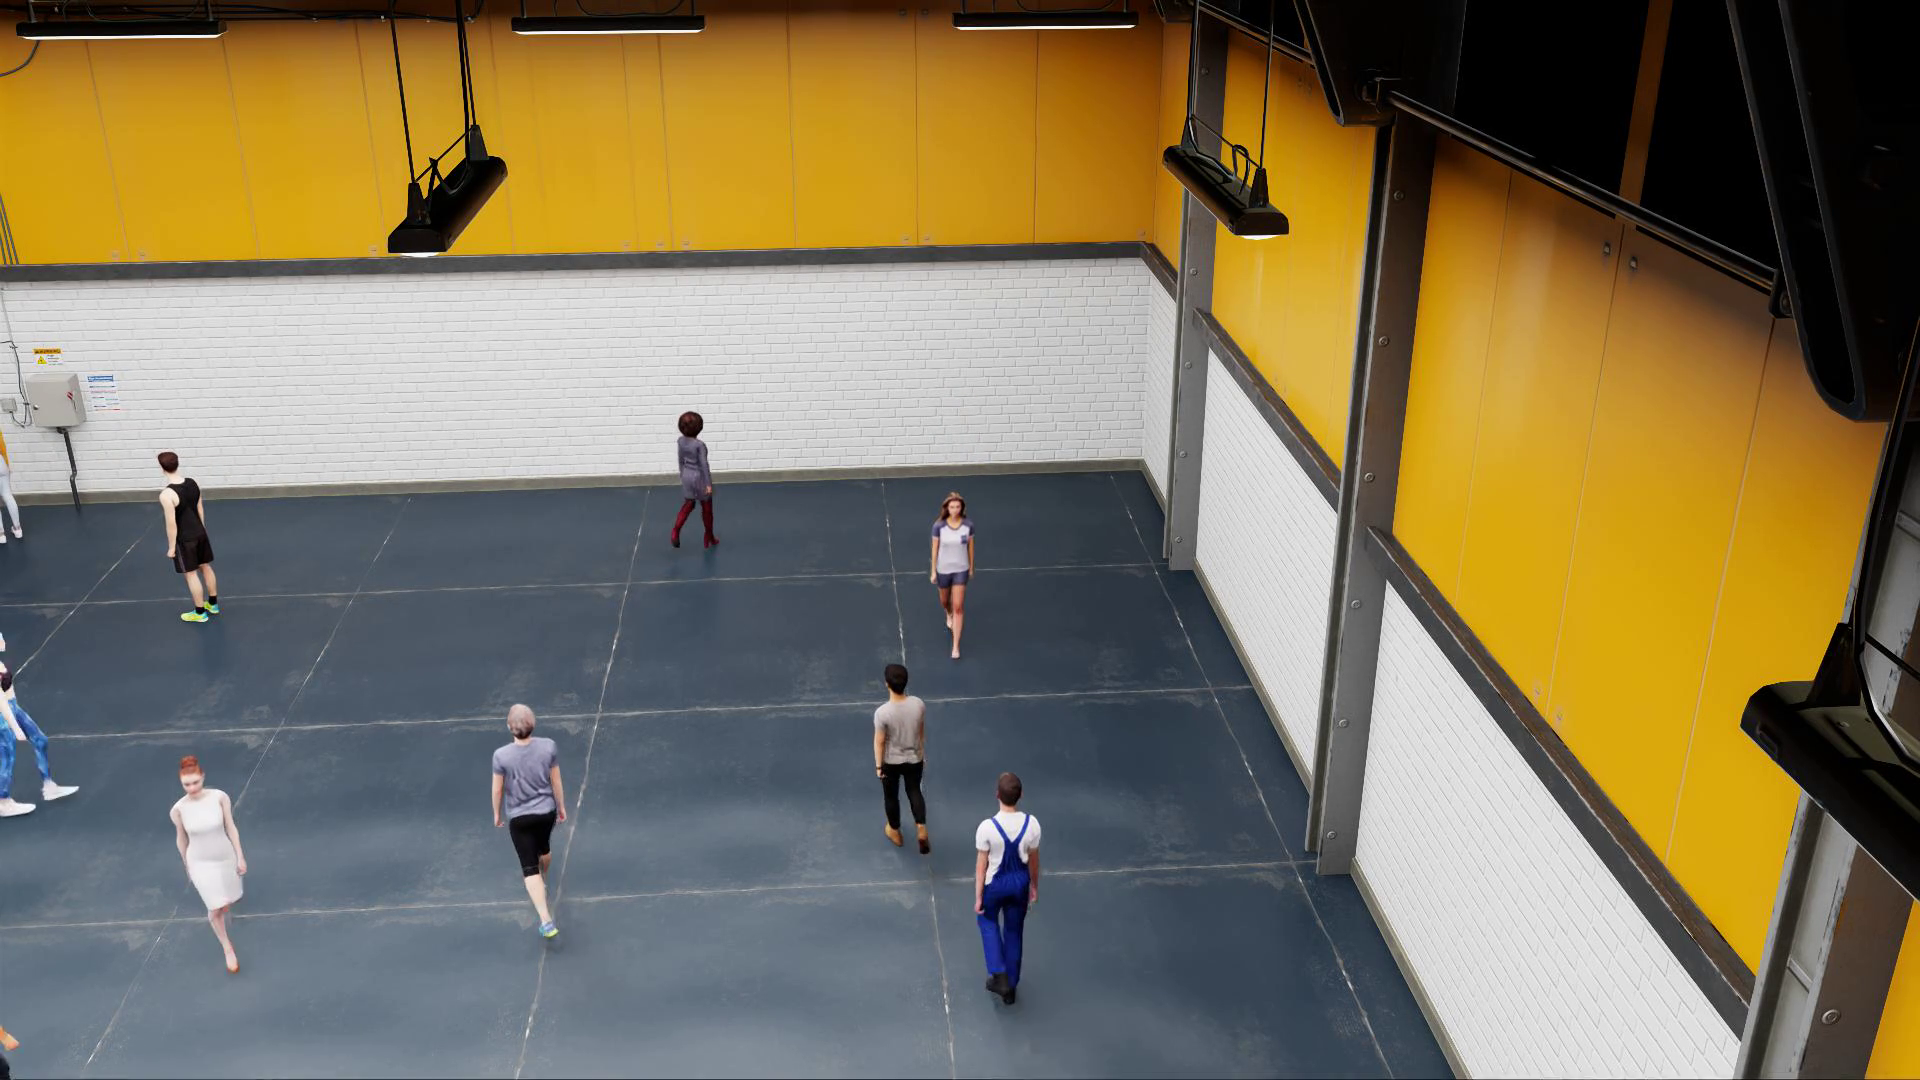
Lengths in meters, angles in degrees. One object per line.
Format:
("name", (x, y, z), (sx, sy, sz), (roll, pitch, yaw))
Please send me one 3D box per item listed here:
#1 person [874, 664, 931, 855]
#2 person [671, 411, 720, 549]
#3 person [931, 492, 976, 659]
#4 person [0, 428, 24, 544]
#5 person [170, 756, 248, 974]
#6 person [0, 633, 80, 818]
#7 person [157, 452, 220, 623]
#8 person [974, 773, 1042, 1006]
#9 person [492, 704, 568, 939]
("person", (-0.451, 1.819, 13.585), (0.744, 1.707, 0.955), (-8, 25, -18))
("person", (-3.104, -0.645, 19.236), (0.918, 1.695, 1.024), (14, 27, 30))
("person", (-0.084, 0.296, 17.079), (0.688, 1.700, 1.094), (1, 24, 2))
("person", (-11.393, -0.821, 19.569), (0.747, 1.751, 0.682), (17, 29, 34))
("person", (-5.522, 2.348, 12.290), (0.835, 1.774, 1.013), (-14, 27, -28))
("person", (-8.167, 1.566, 14.088), (0.841, 1.767, 0.881), (-11, 26, -23))
("person", (-8.172, -0.043, 17.613), (0.827, 1.892, 0.680), (8, 25, 18))
("person", (0.341, 2.534, 11.791), (0.662, 1.833, 0.700), (-4, 24, -10))
("person", (-3.237, 2.152, 12.643), (1.003, 1.851, 1.323), (-12, 26, -25))
